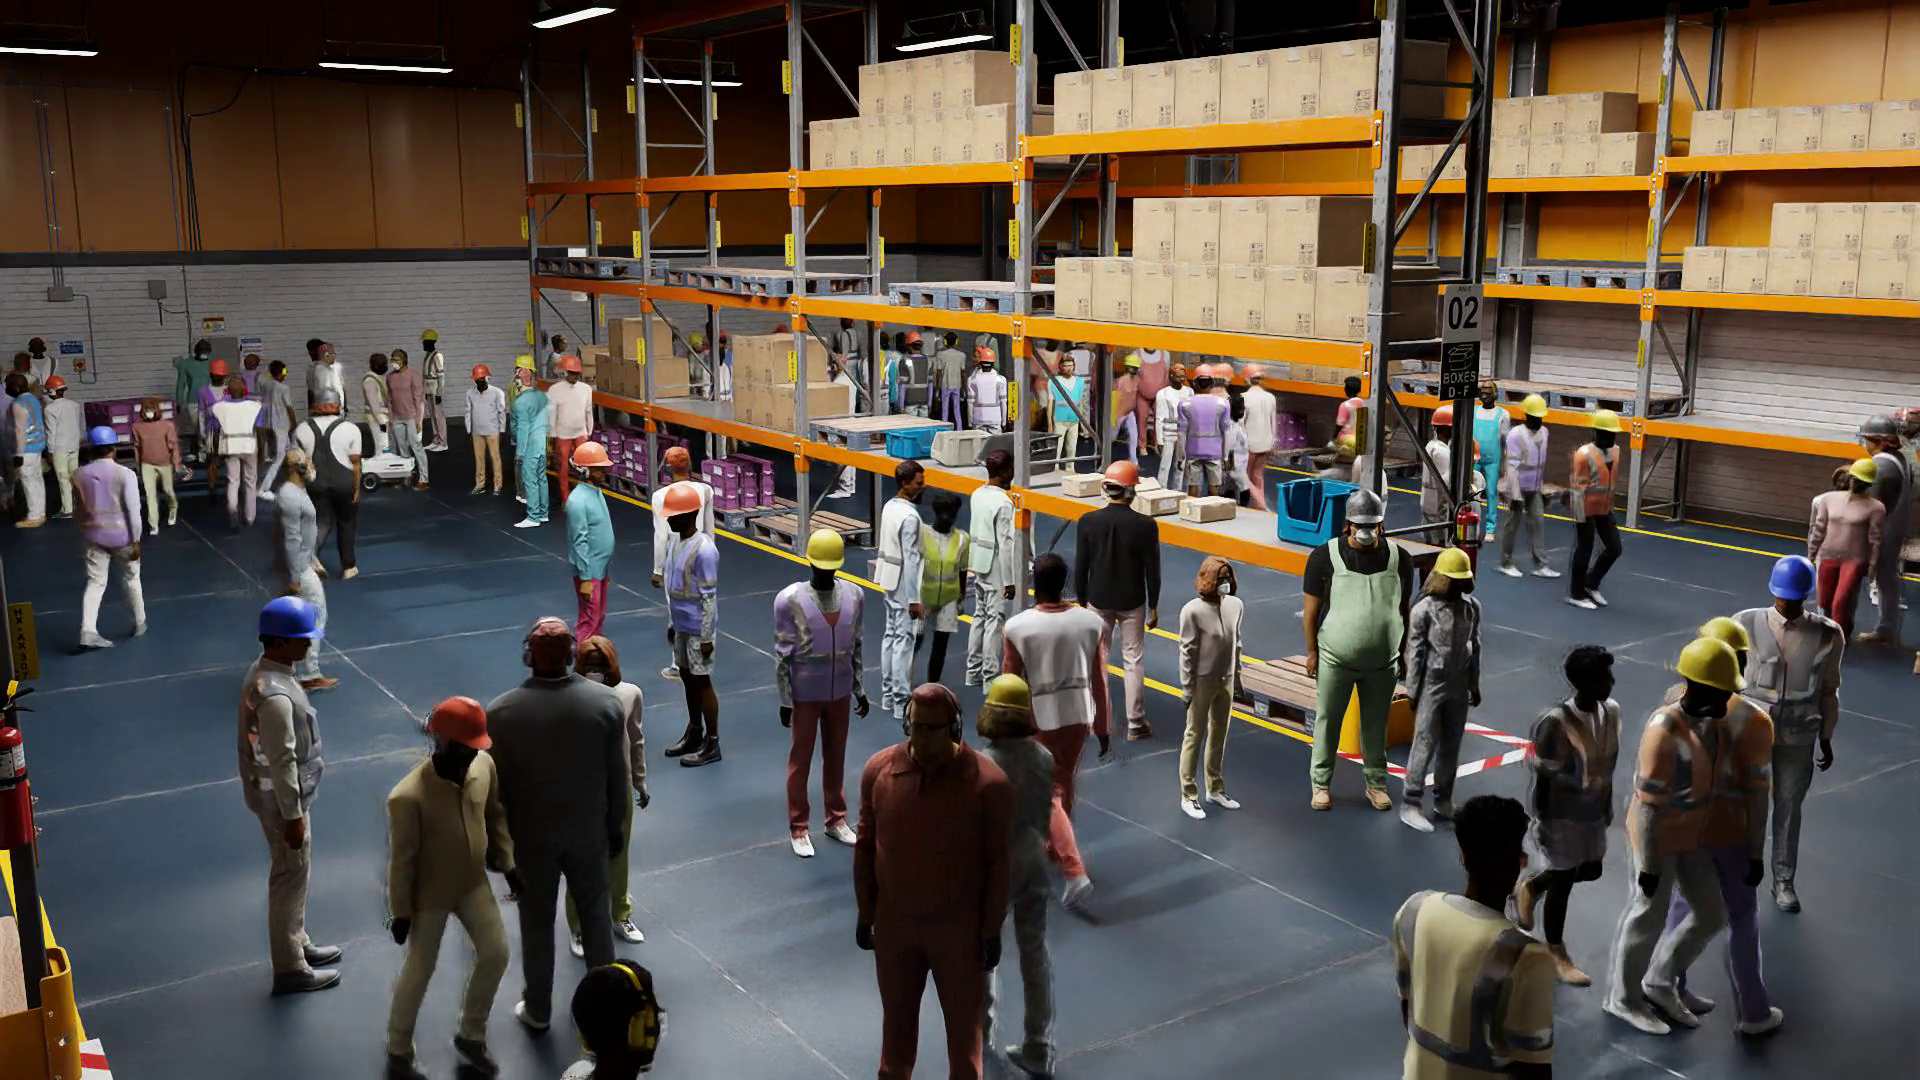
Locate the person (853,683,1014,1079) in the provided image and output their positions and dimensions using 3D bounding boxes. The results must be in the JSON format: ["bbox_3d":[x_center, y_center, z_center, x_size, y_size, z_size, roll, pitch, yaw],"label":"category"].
[{"bbox_3d":[-0.122,1.490,6.568,0.643,1.910,0.411,3,11,14],"label":"person"}]

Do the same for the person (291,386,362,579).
[{"bbox_3d":[-6.387,-0.577,16.803,0.696,2.000,0.789,-1,11,-3],"label":"person"}]

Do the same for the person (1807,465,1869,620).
[{"bbox_3d":[7.508,0.148,14.188,0.516,1.620,0.702,6,13,28],"label":"person"}]

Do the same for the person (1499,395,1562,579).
[{"bbox_3d":[5.845,-0.525,16.942,0.630,1.888,0.813,-7,13,-31],"label":"person"}]

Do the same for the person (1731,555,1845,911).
[{"bbox_3d":[4.358,1.020,8.895,0.602,1.938,0.402,4,12,18],"label":"person"}]

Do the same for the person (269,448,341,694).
[{"bbox_3d":[-5.158,0.242,12.969,0.576,1.903,0.666,-5,12,-26],"label":"person"}]

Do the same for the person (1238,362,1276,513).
[{"bbox_3d":[3.500,-1.118,19.768,0.667,1.970,0.584,-7,13,-34],"label":"person"}]

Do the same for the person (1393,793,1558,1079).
[{"bbox_3d":[1.602,1.748,5.182,0.406,1.945,0.630,-6,13,-28],"label":"person"}]

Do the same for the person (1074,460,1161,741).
[{"bbox_3d":[1.120,0.429,11.783,0.614,1.990,0.392,4,12,20],"label":"person"}]

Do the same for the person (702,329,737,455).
[{"bbox_3d":[-3.574,-2.217,25.303,0.649,2.003,0.767,-2,11,-11],"label":"person"}]

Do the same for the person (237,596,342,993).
[{"bbox_3d":[-3.202,1.213,7.938,0.419,1.933,0.616,-5,12,-24],"label":"person"}]

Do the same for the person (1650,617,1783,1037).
[{"bbox_3d":[3.494,1.292,7.633,0.502,1.886,0.625,-5,12,-22],"label":"person"}]

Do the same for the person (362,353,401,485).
[{"bbox_3d":[-7.975,-1.663,22.922,0.436,1.834,0.640,0,11,1],"label":"person"}]

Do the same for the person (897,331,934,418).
[{"bbox_3d":[-0.662,-2.010,24.160,0.600,2.035,0.411,-9,14,-40],"label":"person"}]

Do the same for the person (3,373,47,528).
[{"bbox_3d":[-11.167,-1.075,19.868,0.429,1.841,0.629,-3,11,-16],"label":"person"}]

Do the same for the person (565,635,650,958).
[{"bbox_3d":[-1.808,1.274,8.379,0.507,1.631,0.278,-7,13,-33],"label":"person"}]

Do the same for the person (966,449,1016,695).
[{"bbox_3d":[0.247,0.244,12.958,0.389,1.908,0.585,-5,12,-22],"label":"person"}]

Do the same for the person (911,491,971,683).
[{"bbox_3d":[-0.224,0.422,12.634,0.590,1.661,0.608,-3,12,-16],"label":"person"}]

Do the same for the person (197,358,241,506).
[{"bbox_3d":[-9.583,-1.433,21.615,0.558,1.891,0.968,-3,12,-16],"label":"person"}]

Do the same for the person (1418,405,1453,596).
[{"bbox_3d":[4.523,-0.301,15.656,0.361,1.939,0.542,1,11,3],"label":"person"}]

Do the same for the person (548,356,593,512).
[{"bbox_3d":[-4.811,-1.299,20.695,0.643,1.969,0.724,-8,13,-34],"label":"person"}]

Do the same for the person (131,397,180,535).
[{"bbox_3d":[-9.449,-0.900,19.603,0.505,1.601,0.801,-3,11,-13],"label":"person"}]

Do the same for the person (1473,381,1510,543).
[{"bbox_3d":[5.958,-0.890,18.908,0.504,1.847,0.345,6,13,30],"label":"person"}]

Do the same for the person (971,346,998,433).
[{"bbox_3d":[0.320,-1.798,23.462,0.352,1.881,0.576,-8,13,-34],"label":"person"}]

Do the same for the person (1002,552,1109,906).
[{"bbox_3d":[0.552,1.021,9.084,0.609,1.876,0.887,-4,12,-22],"label":"person"}]

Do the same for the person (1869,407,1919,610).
[{"bbox_3d":[8.898,-0.309,15.775,0.407,1.910,0.639,6,12,28],"label":"person"}]

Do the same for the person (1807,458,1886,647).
[{"bbox_3d":[7.358,0.162,13.825,0.710,1.723,0.541,-9,14,-38],"label":"person"}]

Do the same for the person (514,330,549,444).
[{"bbox_3d":[-6.871,-2.481,27.040,0.968,1.857,0.700,-10,15,-42],"label":"person"}]

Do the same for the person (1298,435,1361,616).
[{"bbox_3d":[3.533,-0.112,15.312,0.796,1.717,0.334,2,11,8],"label":"person"}]

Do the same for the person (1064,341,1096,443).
[{"bbox_3d":[1.923,-2.492,27.129,0.600,1.836,0.404,-3,12,-17],"label":"person"}]

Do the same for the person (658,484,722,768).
[{"bbox_3d":[-1.832,0.571,11.227,0.388,1.929,0.547,-7,13,-33],"label":"person"}]

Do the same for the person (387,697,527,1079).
[{"bbox_3d":[-2.209,1.479,7.151,0.585,1.698,0.581,7,13,31],"label":"person"}]

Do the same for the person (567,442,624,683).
[{"bbox_3d":[-2.817,0.233,12.776,0.382,1.993,0.622,0,11,0],"label":"person"}]

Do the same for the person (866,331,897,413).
[{"bbox_3d":[-1.228,-2.520,27.399,0.670,1.820,0.498,-3,11,-14],"label":"person"}]

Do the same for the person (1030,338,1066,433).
[{"bbox_3d":[1.452,-2.368,26.280,0.618,1.908,0.950,-6,13,-30],"label":"person"}]

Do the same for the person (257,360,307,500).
[{"bbox_3d":[-8.900,-1.464,21.904,0.592,1.818,0.864,9,14,39],"label":"person"}]

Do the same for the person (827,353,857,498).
[{"bbox_3d":[-1.579,-1.497,21.870,0.399,1.905,0.643,3,11,14],"label":"person"}]

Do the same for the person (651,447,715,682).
[{"bbox_3d":[-2.207,0.189,13.288,0.338,1.882,0.582,11,15,44],"label":"person"}]

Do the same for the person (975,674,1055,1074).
[{"bbox_3d":[0.227,1.448,7.318,0.508,1.684,0.688,-7,13,-34],"label":"person"}]

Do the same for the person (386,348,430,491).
[{"bbox_3d":[-7.477,-1.625,22.474,0.627,1.929,0.378,6,12,26],"label":"person"}]

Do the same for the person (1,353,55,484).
[{"bbox_3d":[-12.979,-1.704,23.203,0.591,1.788,0.975,3,11,14],"label":"person"}]

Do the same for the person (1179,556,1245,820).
[{"bbox_3d":[1.560,0.899,10.296,0.507,1.633,0.277,-8,14,-35],"label":"person"}]

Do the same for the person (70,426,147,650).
[{"bbox_3d":[-7.363,-0.021,14.355,0.607,1.905,0.920,0,11,-2],"label":"person"}]
